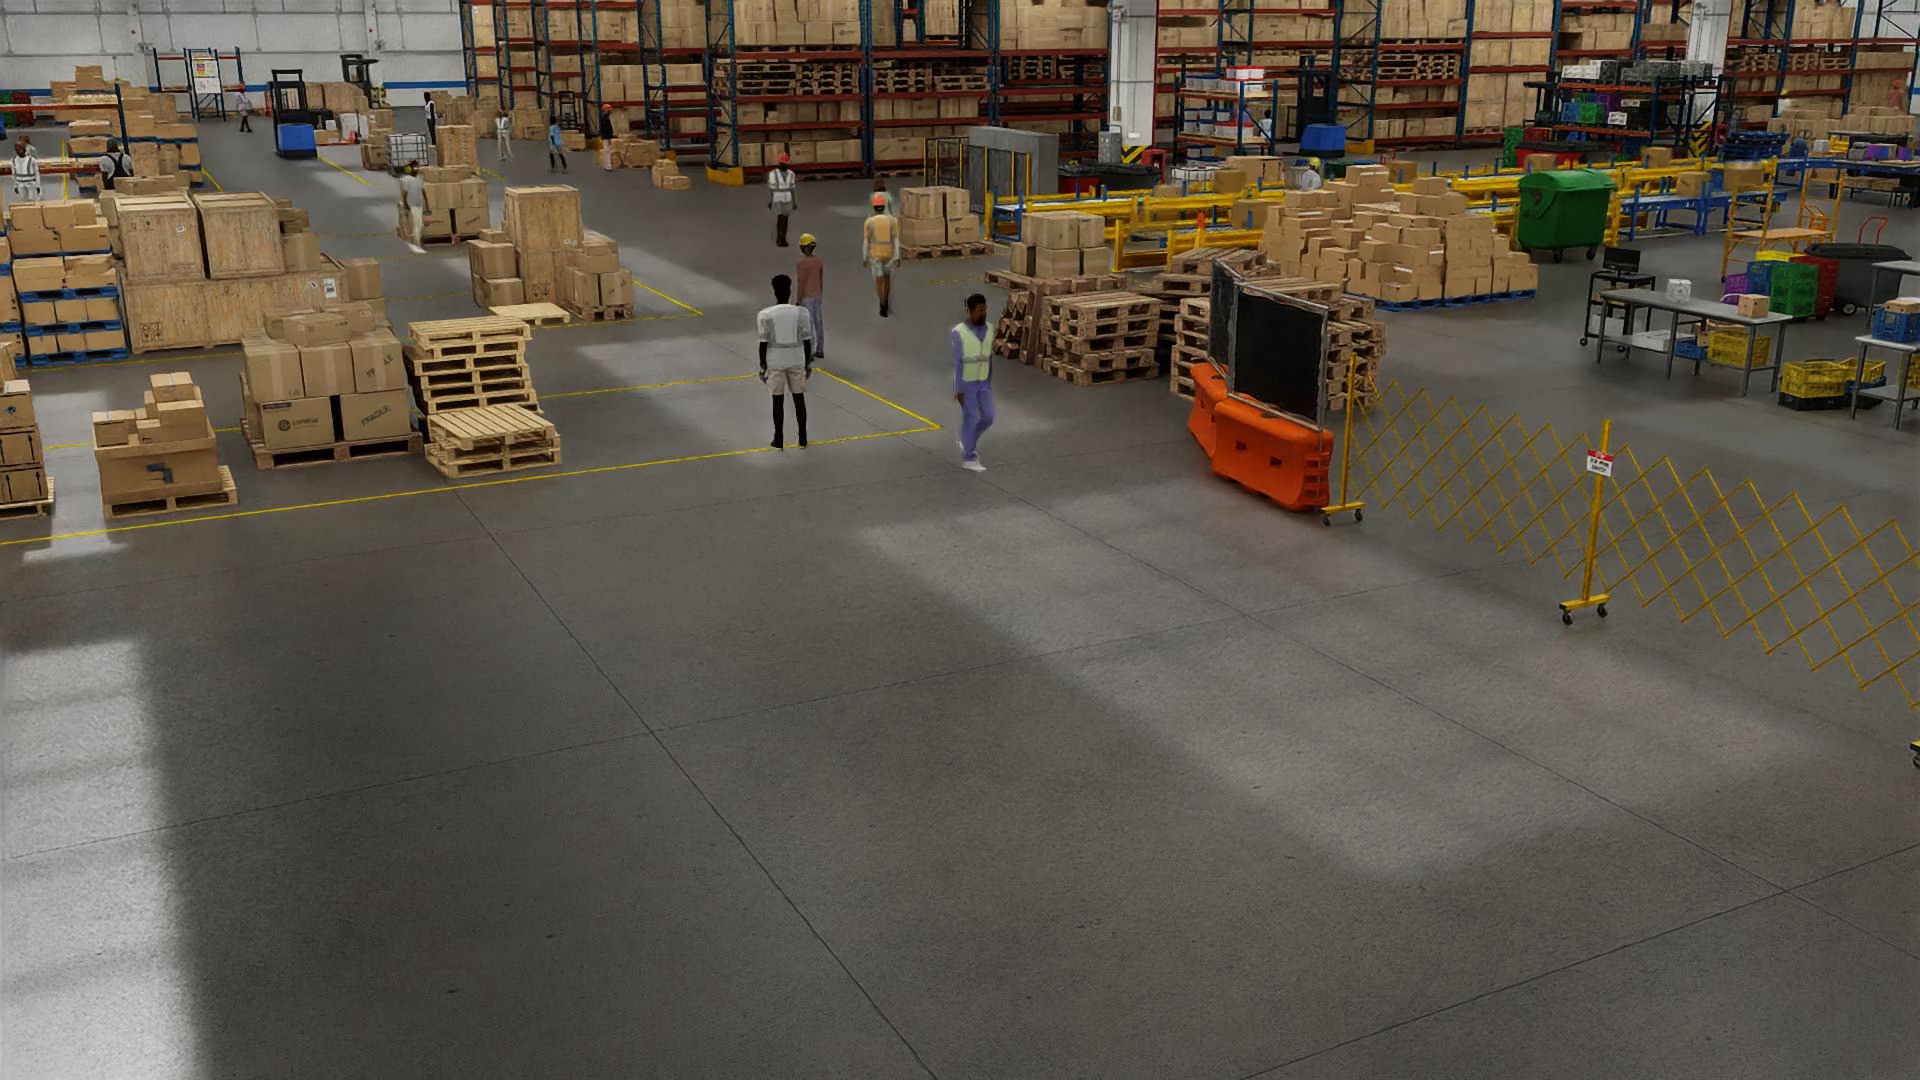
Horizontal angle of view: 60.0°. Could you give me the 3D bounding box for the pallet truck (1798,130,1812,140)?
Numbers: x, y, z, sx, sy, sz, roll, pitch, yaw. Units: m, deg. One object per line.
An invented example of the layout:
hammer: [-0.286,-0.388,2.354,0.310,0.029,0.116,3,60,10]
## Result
pallet truck: [25.526,-11.556,49.408,1.630,1.274,0.653,-9,20,-26]

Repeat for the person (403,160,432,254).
person: [-10.826,-6.656,33.251,0.510,1.853,0.513,8,19,23]

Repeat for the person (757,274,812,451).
person: [-1.937,-1.956,18.410,0.608,1.963,0.369,-5,18,-15]

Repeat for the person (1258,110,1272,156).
person: [9.575,-12.564,51.913,0.533,1.697,0.318,5,18,14]

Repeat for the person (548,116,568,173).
person: [-11.990,-11.733,49.365,0.759,1.650,0.550,9,20,26]

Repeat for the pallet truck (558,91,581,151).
pallet truck: [-13.495,-14.412,57.188,0.823,1.965,1.885,-3,18,-9]

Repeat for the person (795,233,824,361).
person: [-2.101,-3.384,23.183,0.309,1.769,0.524,12,21,33]

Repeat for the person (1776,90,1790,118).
person: [31.101,-16.138,62.974,0.640,1.745,0.541,-10,20,-28]

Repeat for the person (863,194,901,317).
person: [-1.287,-4.585,26.694,0.579,1.902,0.911,-4,18,-13]

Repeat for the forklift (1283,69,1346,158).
forklift: [11.615,-13.871,54.079,1.129,2.768,1.873,-9,20,-27]

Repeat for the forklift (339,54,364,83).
forklift: [-25.815,-19.245,70.834,1.873,2.768,1.129,9,20,27]

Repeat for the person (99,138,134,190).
person: [-18.448,-7.774,36.423,0.673,2.000,0.535,-16,24,-41]

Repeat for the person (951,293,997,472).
person: [0.150,-1.666,17.609,0.588,1.905,0.441,-15,23,-39]

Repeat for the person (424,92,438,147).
person: [-18.603,-14.791,58.514,0.390,1.912,0.589,-11,21,-32]

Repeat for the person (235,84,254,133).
person: [-28.157,-16.953,65.299,0.971,1.896,0.549,10,20,29]

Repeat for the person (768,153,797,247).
person: [-3.620,-6.955,34.073,0.581,1.910,0.556,-10,20,-28]

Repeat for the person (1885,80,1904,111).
person: [37.022,-17.244,66.076,0.978,1.952,0.657,-9,20,-27]

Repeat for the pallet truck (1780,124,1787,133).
pallet truck: [25.206,-12.542,52.601,1.601,1.201,0.680,0,18,-2]

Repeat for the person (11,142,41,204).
person: [-20.769,-7.882,37.015,0.585,1.881,0.343,1,18,2]

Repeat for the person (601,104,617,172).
person: [-10.526,-12.004,49.684,0.375,1.996,0.608,-7,19,-21]

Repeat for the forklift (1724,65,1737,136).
forklift: [26.294,-15.059,57.782,1.129,2.768,1.873,10,20,28]

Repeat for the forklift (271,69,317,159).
forklift: [-21.809,-13.930,54.263,1.129,2.768,1.873,-9,20,-27]

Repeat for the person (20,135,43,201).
person: [-23.679,-9.465,42.341,0.512,1.642,0.312,6,19,18]

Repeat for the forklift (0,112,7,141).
forklift: [-35.930,-15.857,60.270,1.873,2.768,1.129,2,18,6]

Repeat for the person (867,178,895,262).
person: [-1.486,-6.134,32.003,0.551,1.609,0.560,-12,21,-33]

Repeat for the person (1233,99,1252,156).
person: [9.314,-13.613,54.847,0.549,1.913,0.878,-9,20,-26]

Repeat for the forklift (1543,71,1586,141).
forklift: [18.685,-13.231,52.085,1.873,2.768,1.129,-9,20,-26]

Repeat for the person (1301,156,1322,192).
person: [7.258,-7.090,34.703,0.907,1.795,0.604,-7,19,-20]

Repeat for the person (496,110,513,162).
person: [-14.530,-12.908,53.099,0.612,1.632,0.326,7,19,21]
